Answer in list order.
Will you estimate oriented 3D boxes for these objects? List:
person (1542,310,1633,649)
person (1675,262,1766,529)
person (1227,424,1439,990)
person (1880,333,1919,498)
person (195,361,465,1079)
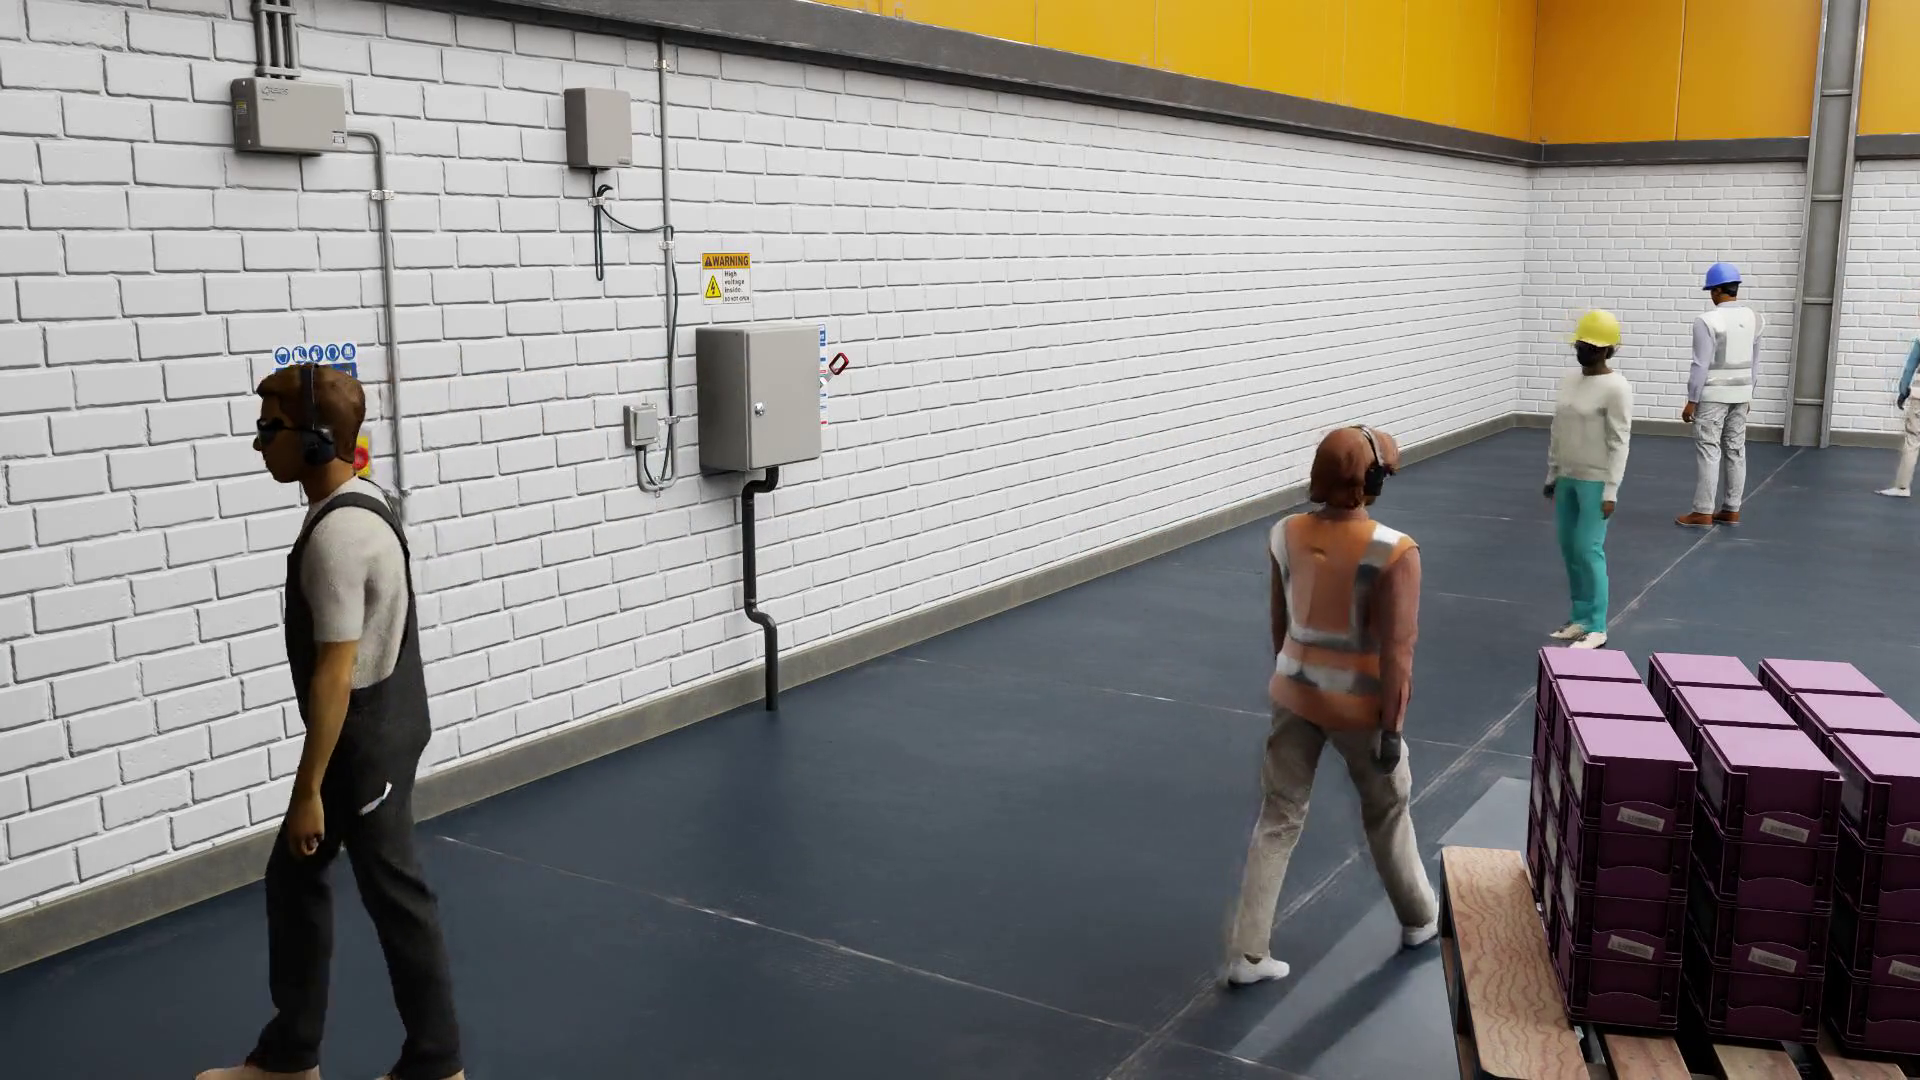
[{"bbox_3d":[3.234,-0.289,8.583,0.331,1.765,0.548,-3,11,-15],"label":"person"},{"bbox_3d":[5.541,-1.044,12.133,0.601,1.941,0.395,-4,11,-21],"label":"person"},{"bbox_3d":[1.094,0.466,4.744,0.863,1.592,0.527,-10,14,-43],"label":"person"},{"bbox_3d":[7.859,-1.120,13.472,0.324,1.610,0.652,-8,13,-37],"label":"person"},{"bbox_3d":[-1.543,0.507,3.856,0.760,1.822,0.541,-4,11,-19],"label":"person"}]
